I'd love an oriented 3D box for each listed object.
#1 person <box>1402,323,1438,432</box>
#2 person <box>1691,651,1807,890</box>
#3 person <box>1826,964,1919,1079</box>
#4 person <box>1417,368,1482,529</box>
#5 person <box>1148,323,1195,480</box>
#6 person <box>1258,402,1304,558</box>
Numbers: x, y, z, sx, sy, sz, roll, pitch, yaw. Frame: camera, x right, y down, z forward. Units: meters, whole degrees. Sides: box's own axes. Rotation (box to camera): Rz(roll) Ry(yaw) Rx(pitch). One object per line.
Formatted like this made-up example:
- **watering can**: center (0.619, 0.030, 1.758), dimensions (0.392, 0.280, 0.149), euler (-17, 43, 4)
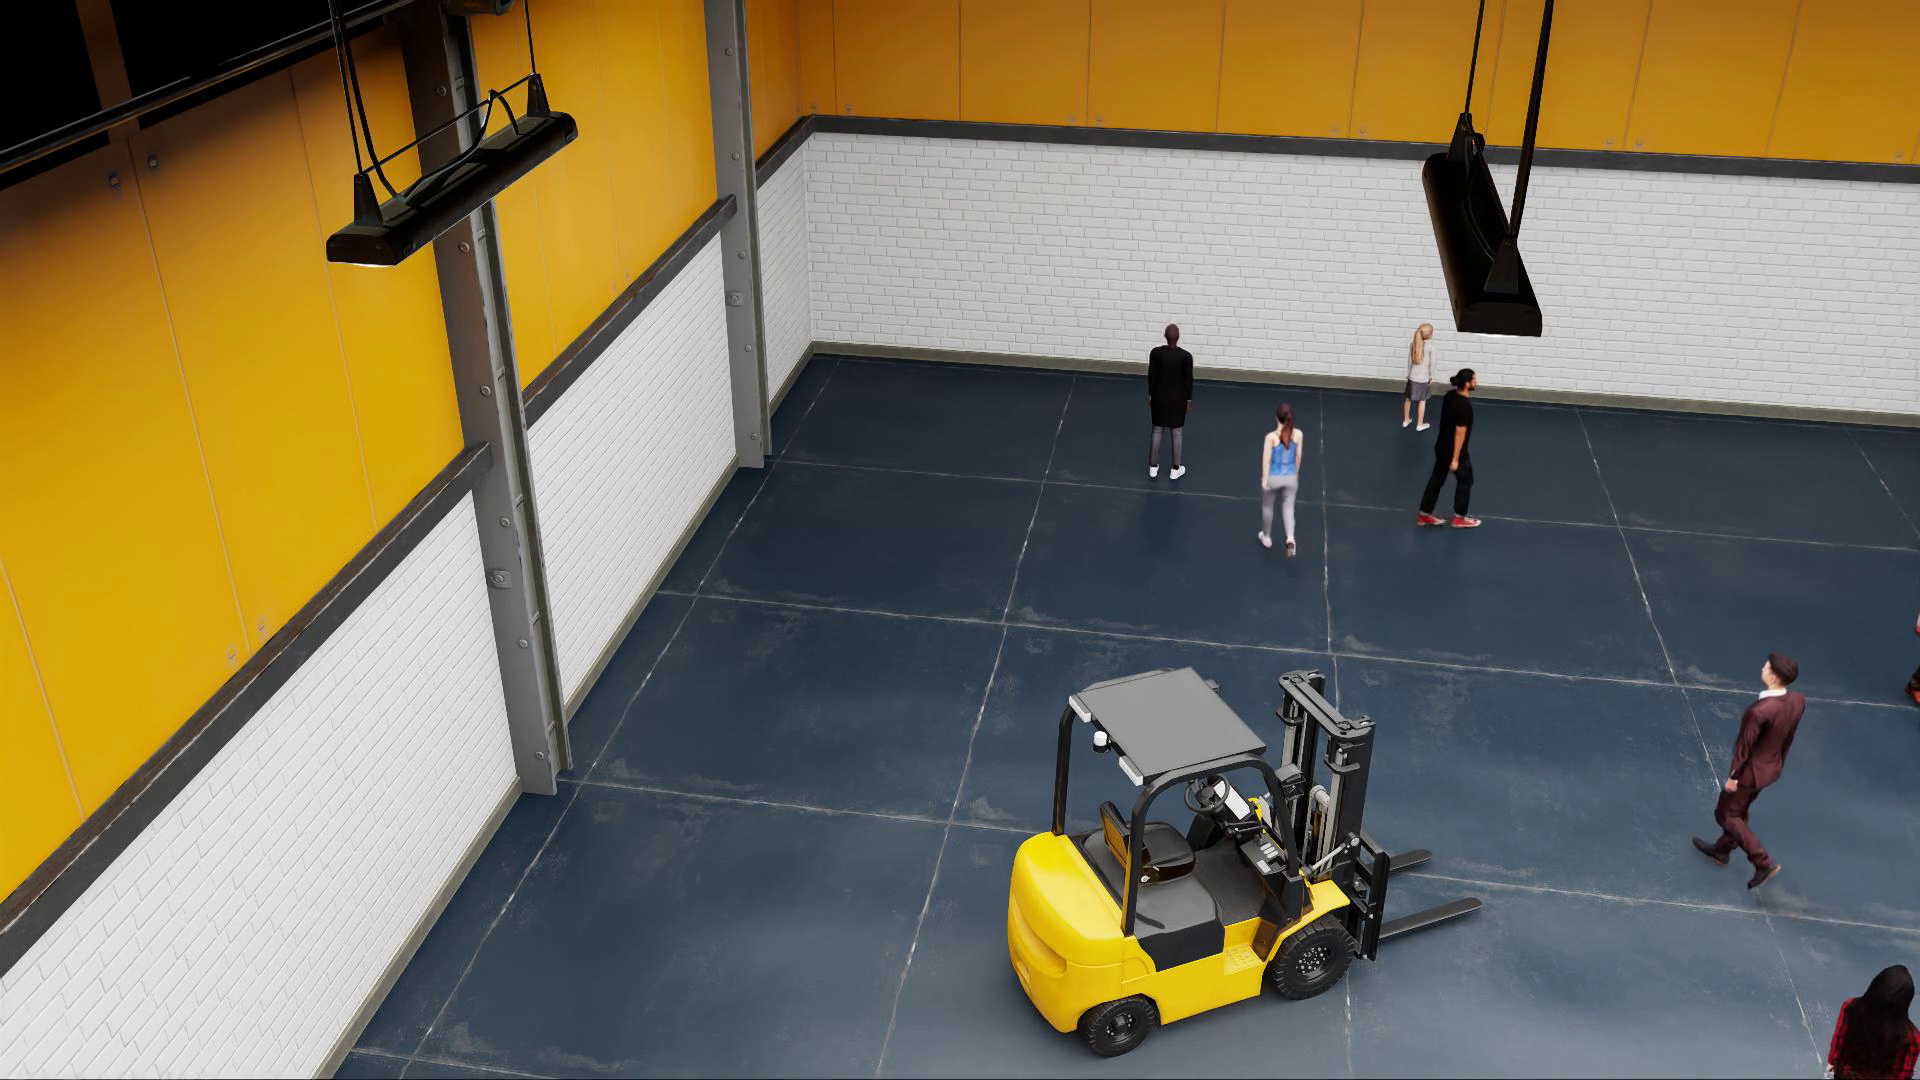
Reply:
- **person**: center (5.274, -1.887, 19.084), dimensions (0.596, 1.275, 0.644), euler (25, 37, 37)
- **person**: center (5.763, 1.678, 11.948), dimensions (1.025, 1.850, 1.107), euler (-15, 32, -26)
- **person**: center (5.132, 3.141, 9.479), dimensions (0.884, 1.647, 0.808), euler (-23, 36, -36)
- **person**: center (4.888, -0.898, 16.788), dimensions (0.893, 1.737, 0.900), euler (-5, 29, -9)
- **person**: center (2.241, -1.499, 17.864), dimensions (0.671, 1.761, 0.598), euler (9, 30, 17)
- **person**: center (3.176, -0.567, 16.331), dimensions (0.740, 1.595, 0.997), euler (-4, 29, -7)
